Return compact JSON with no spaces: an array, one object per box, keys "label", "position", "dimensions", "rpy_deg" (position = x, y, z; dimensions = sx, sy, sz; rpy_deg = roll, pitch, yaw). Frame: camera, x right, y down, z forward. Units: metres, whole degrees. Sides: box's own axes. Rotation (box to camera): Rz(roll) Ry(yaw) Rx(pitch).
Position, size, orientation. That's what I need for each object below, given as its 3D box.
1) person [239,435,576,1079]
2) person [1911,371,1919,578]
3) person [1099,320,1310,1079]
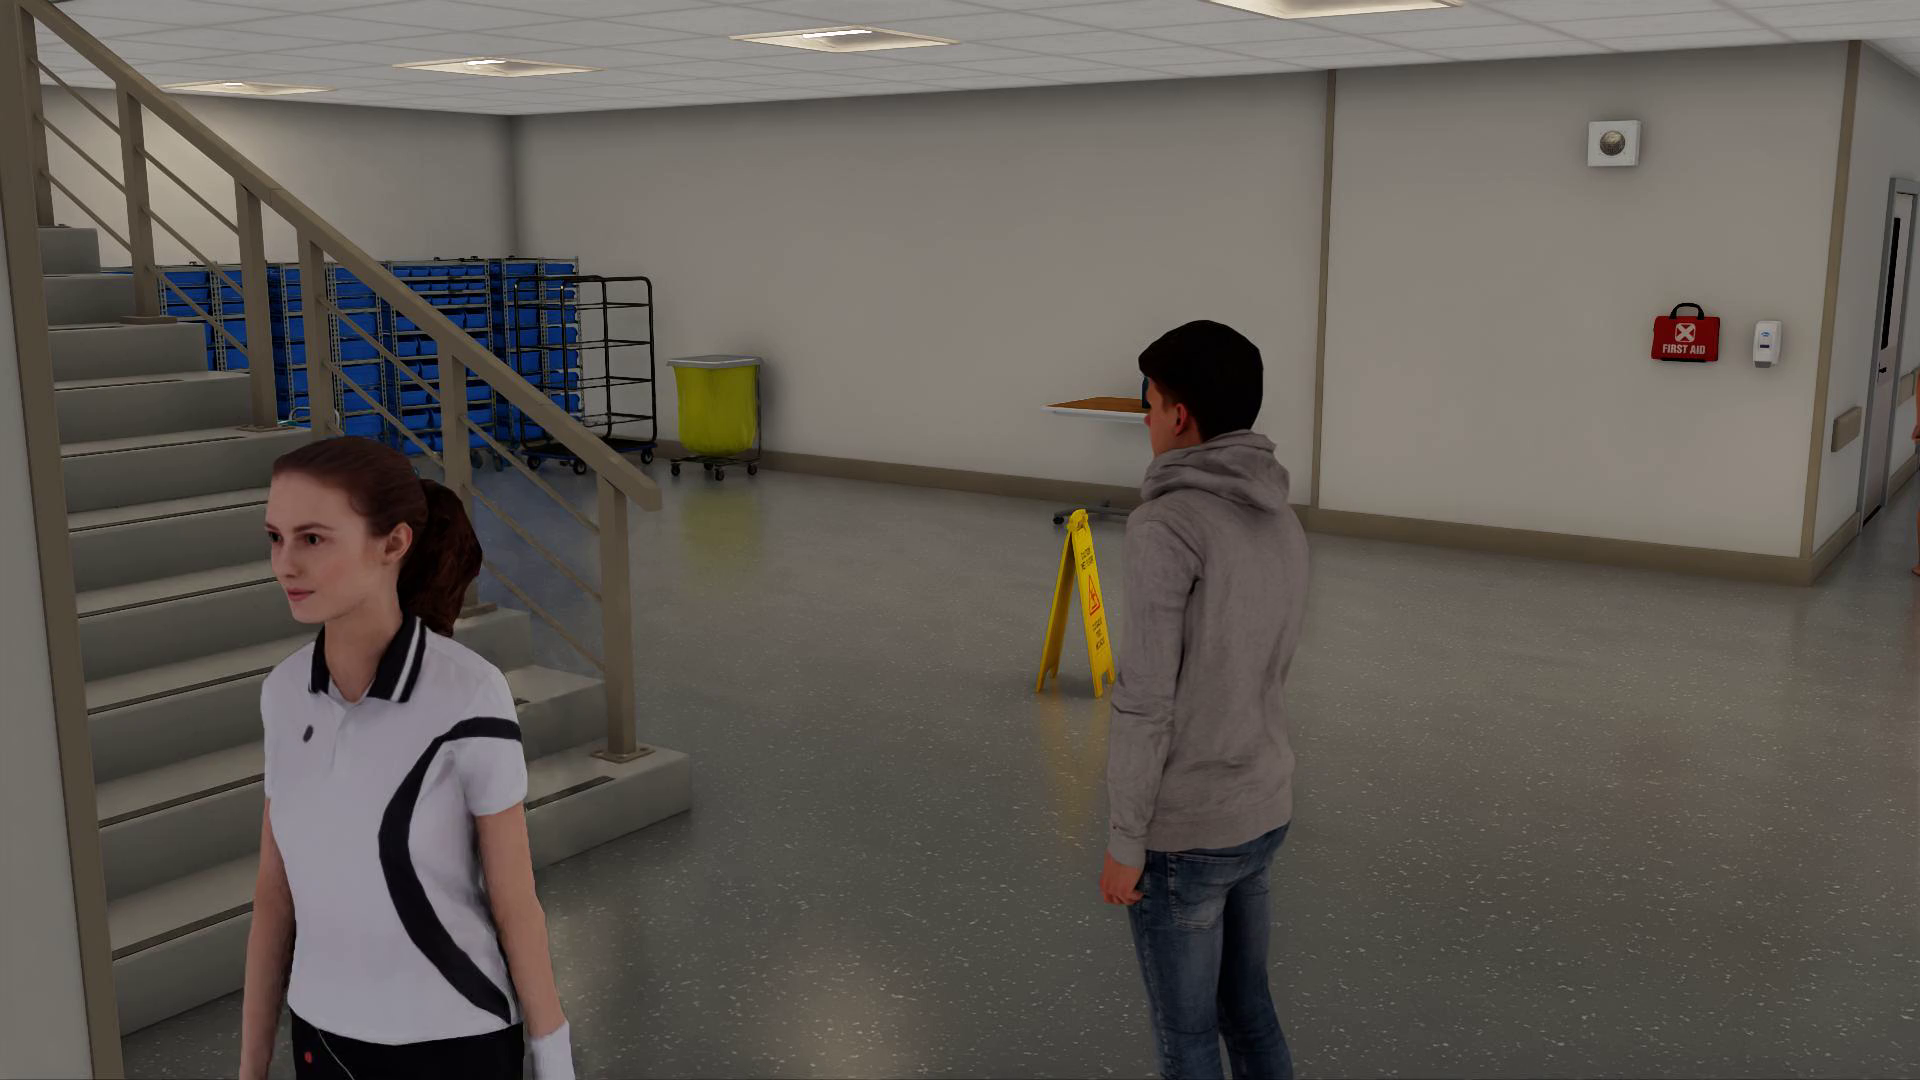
[{"label":"person","position":[-0.722,0.714,2.388],"dimensions":[0.706,1.733,0.749],"rpy_deg":[4,12,21]},{"label":"person","position":[5.742,-0.677,9.499],"dimensions":[0.498,1.815,0.734],"rpy_deg":[8,14,37]},{"label":"person","position":[0.470,0.520,3.092],"dimensions":[0.563,1.853,0.648],"rpy_deg":[7,13,33]}]
